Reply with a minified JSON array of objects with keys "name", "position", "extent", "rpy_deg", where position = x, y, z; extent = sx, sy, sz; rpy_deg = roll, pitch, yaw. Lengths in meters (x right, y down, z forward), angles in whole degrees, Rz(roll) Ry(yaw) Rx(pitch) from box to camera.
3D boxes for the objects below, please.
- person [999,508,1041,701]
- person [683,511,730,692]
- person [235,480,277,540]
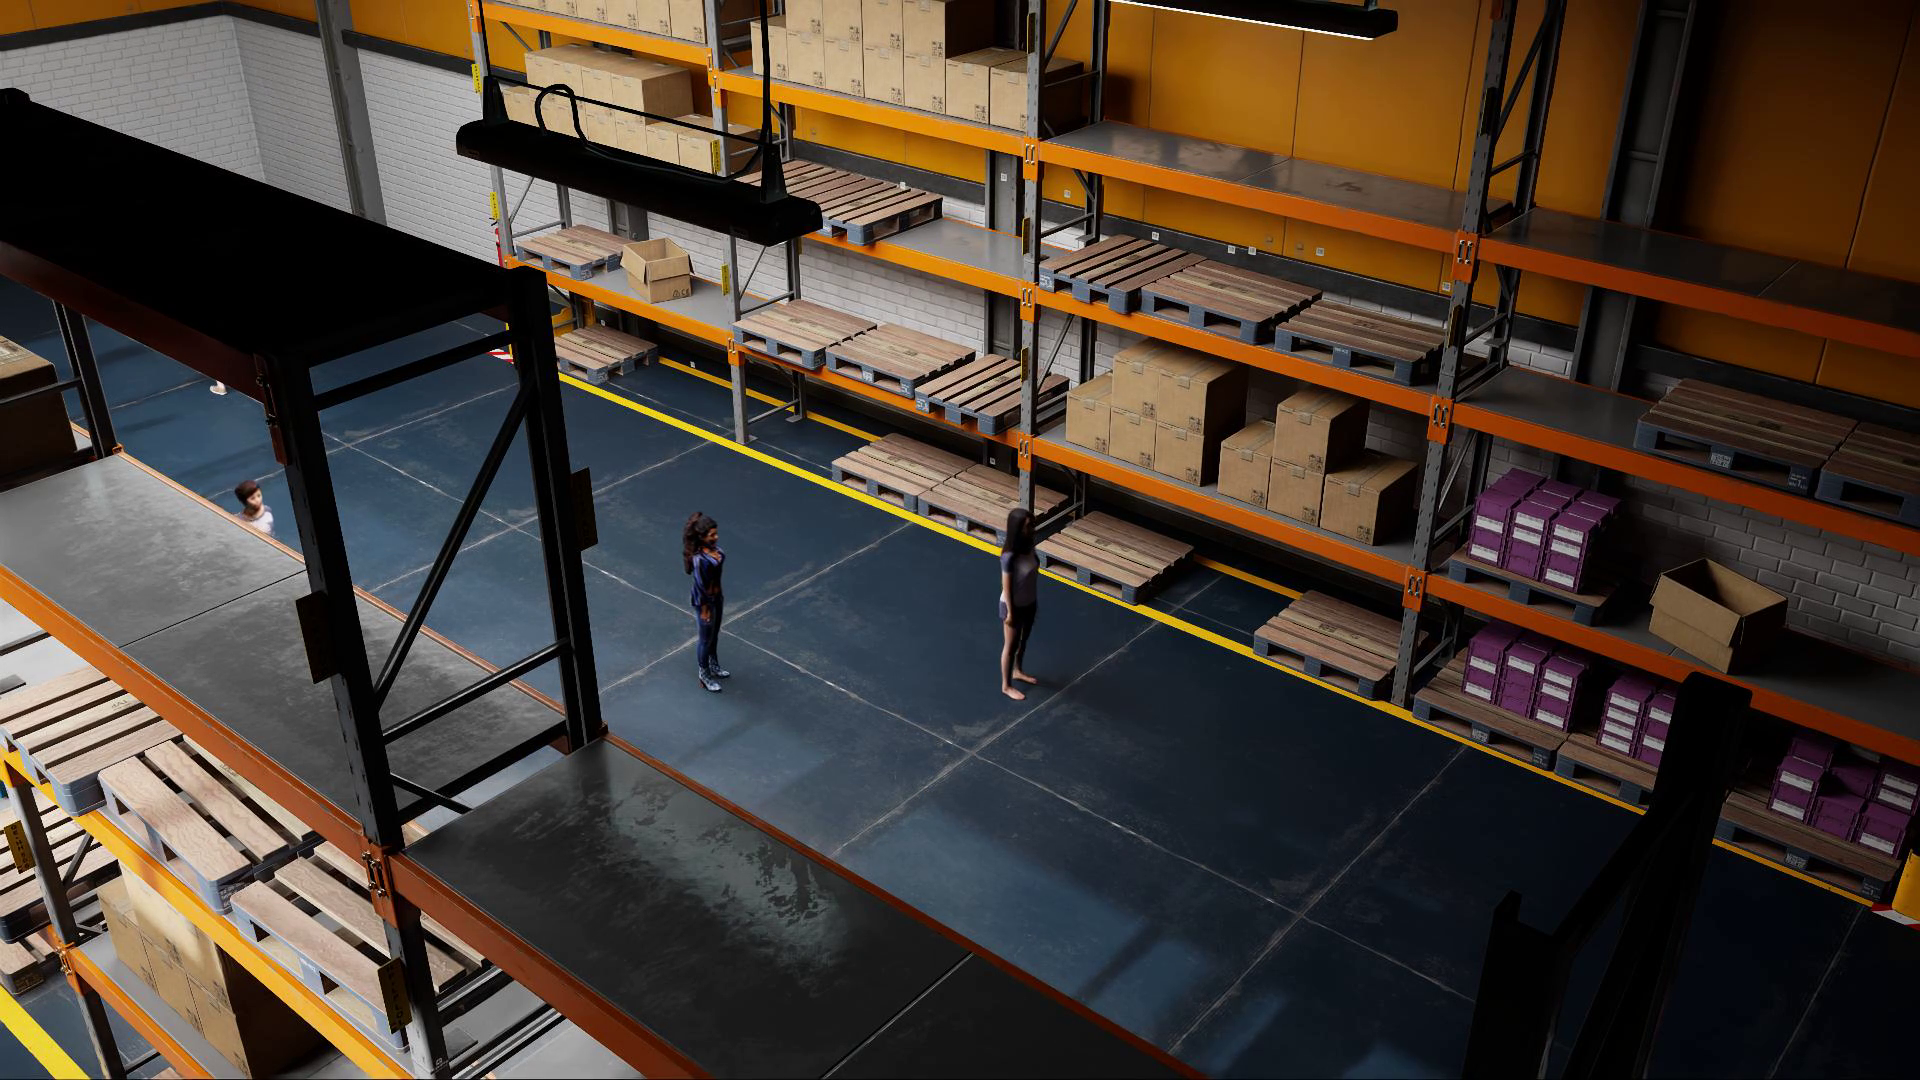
[{"name":"person","position":[0.490,0.500,13.840],"extent":[0.587,1.706,0.636],"rpy_deg":[15,32,25]},{"name":"person","position":[-2.104,0.502,13.928],"extent":[0.702,1.619,0.700],"rpy_deg":[6,29,11]},{"name":"person","position":[-6.195,0.175,14.612],"extent":[0.999,1.537,0.607],"rpy_deg":[18,34,30]}]
